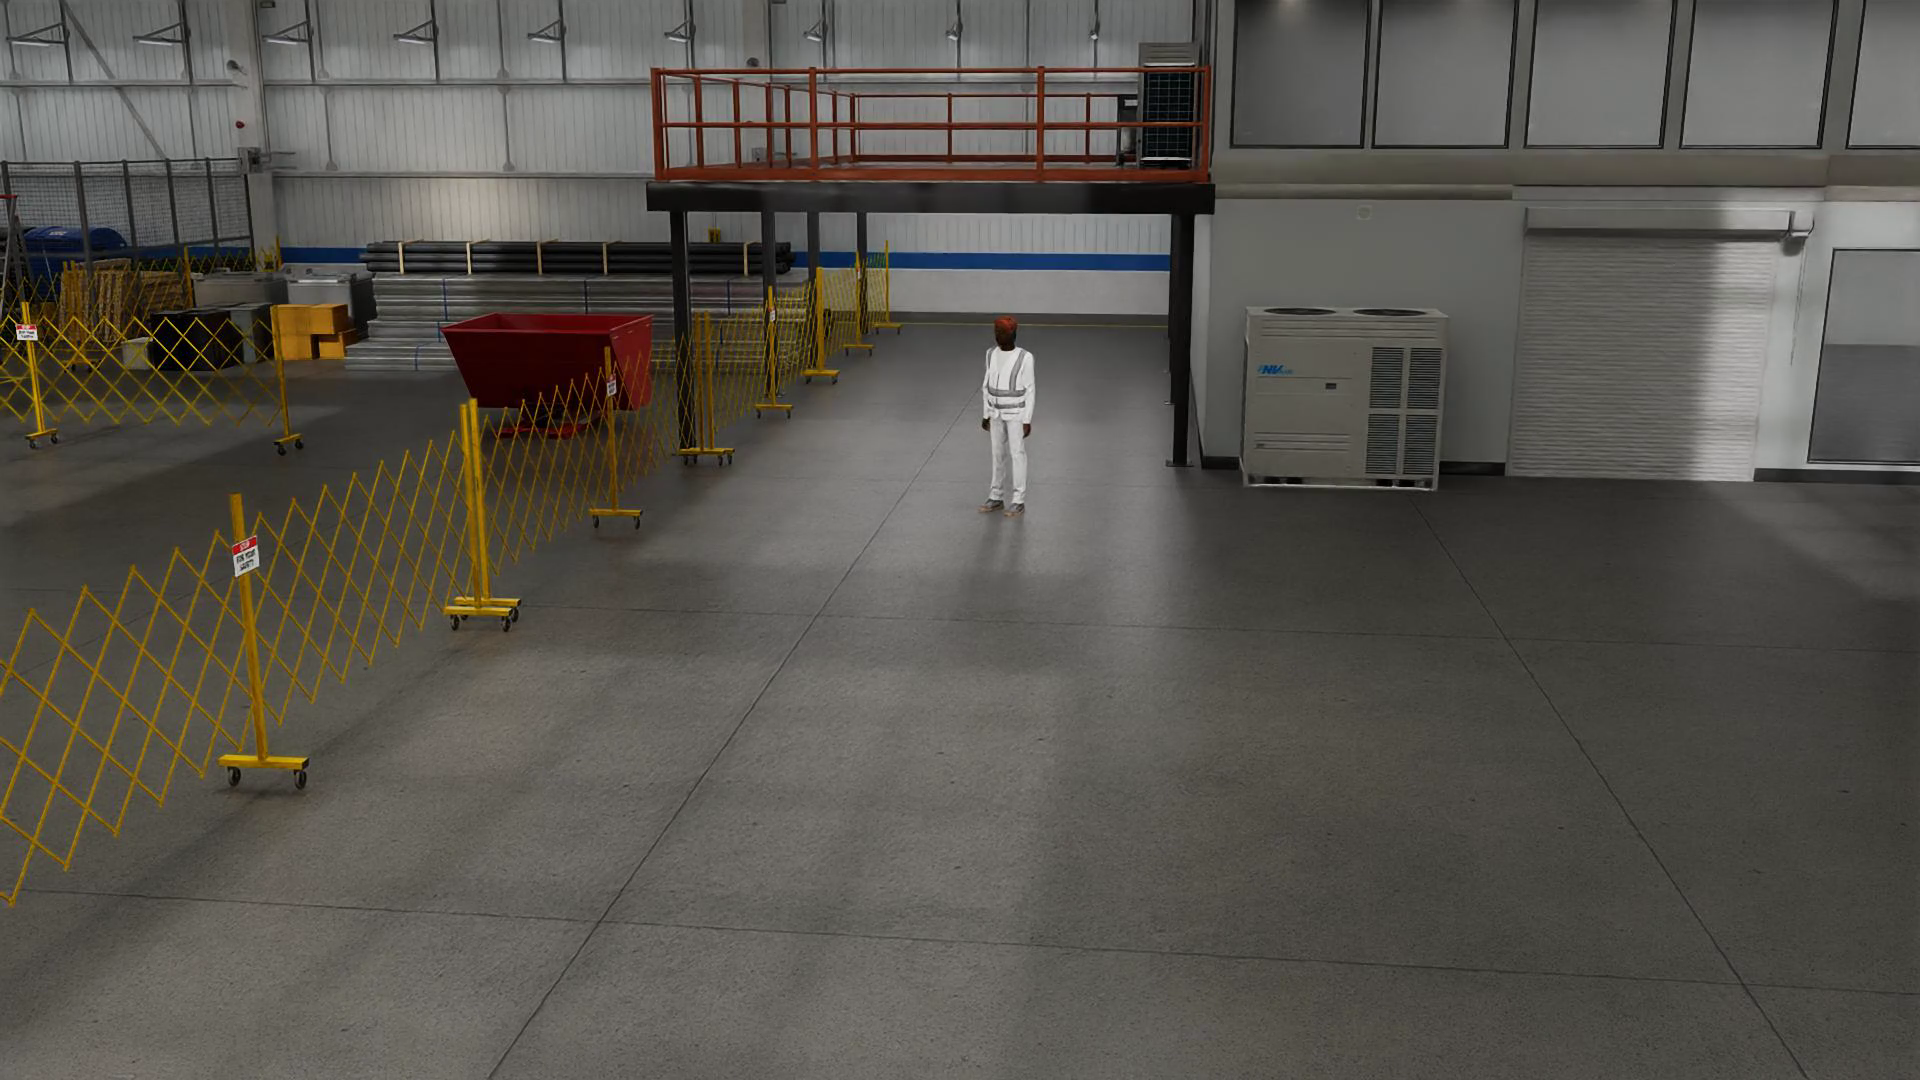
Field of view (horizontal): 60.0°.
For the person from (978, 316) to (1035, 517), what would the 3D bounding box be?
[{"bbox_3d":[0.441,-1.164,15.625,0.573,1.884,0.357,12,18,40],"label":"person"}]
